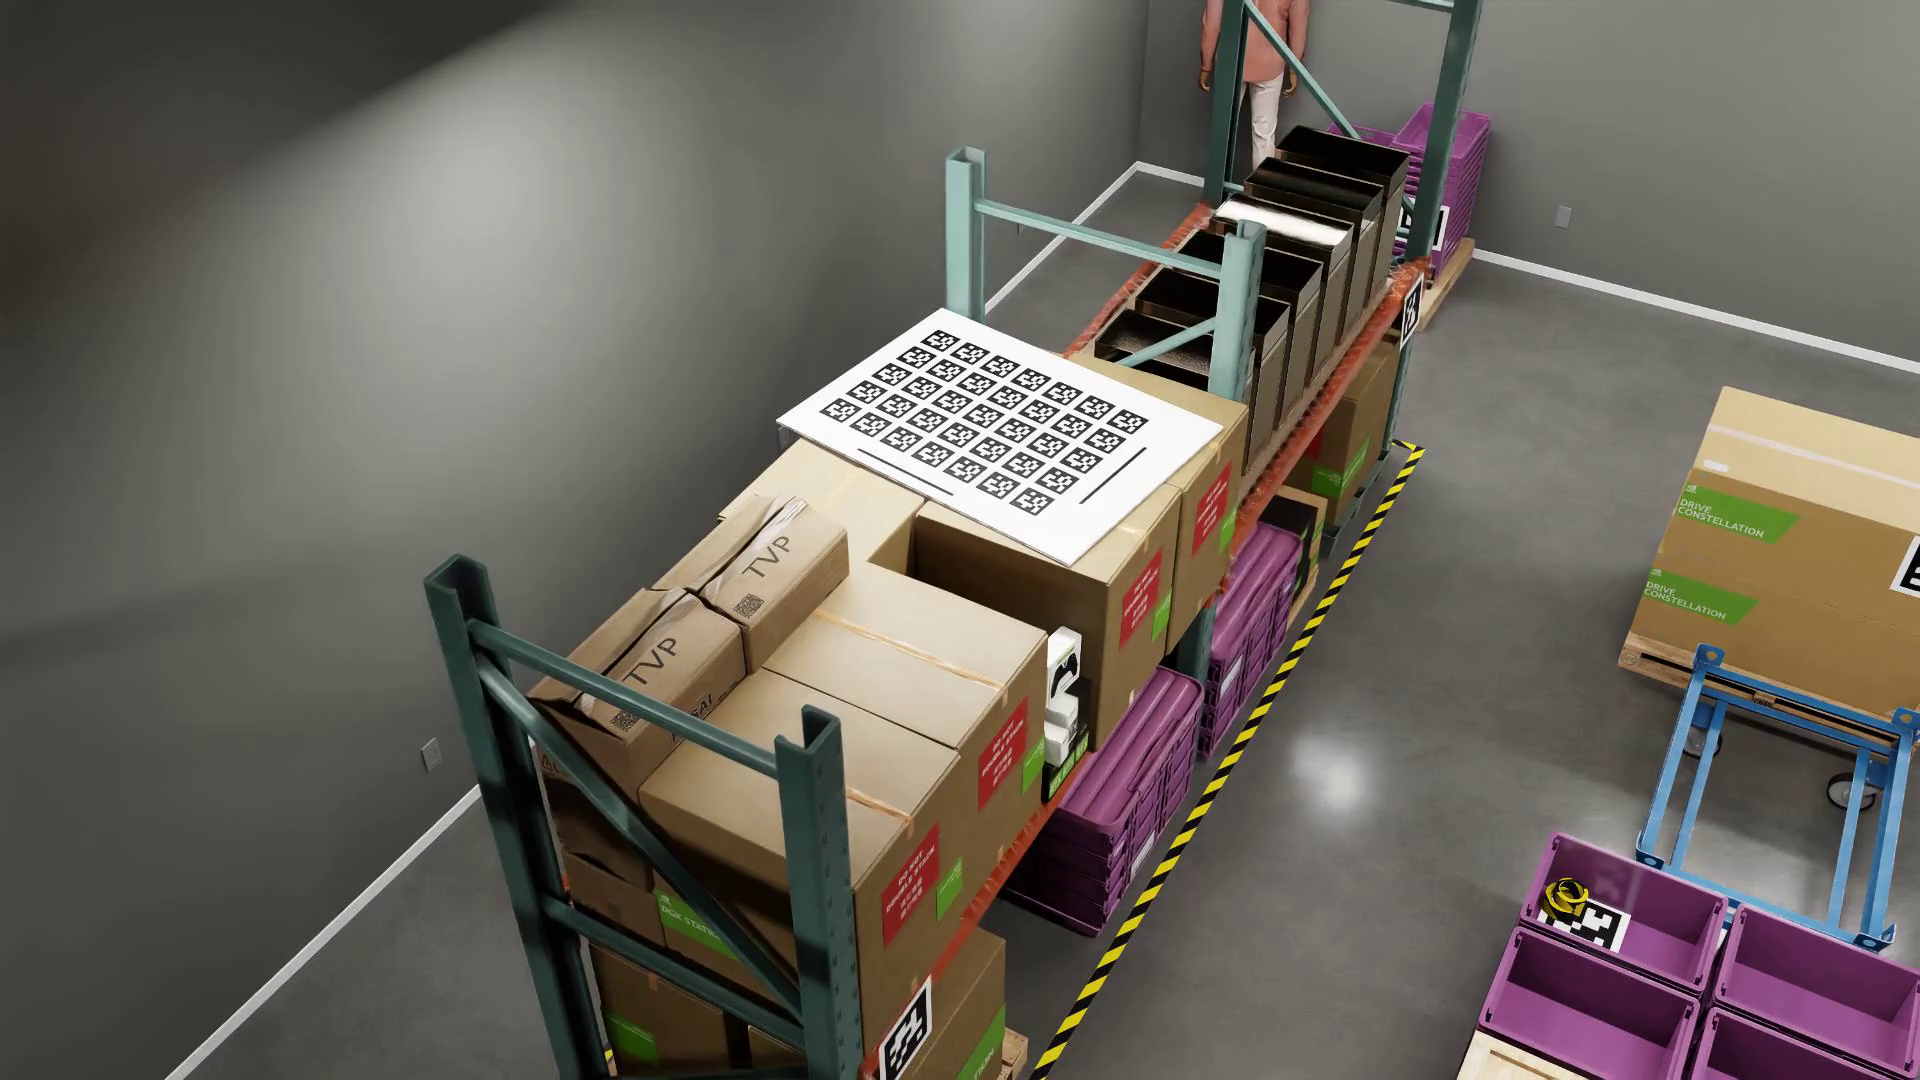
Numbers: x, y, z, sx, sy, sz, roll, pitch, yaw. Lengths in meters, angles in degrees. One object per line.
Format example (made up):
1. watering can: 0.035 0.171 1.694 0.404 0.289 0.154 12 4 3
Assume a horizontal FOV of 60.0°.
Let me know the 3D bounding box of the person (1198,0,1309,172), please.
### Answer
1. person: 1.735 -2.849 9.949 0.622 1.992 0.396 4 40 5
